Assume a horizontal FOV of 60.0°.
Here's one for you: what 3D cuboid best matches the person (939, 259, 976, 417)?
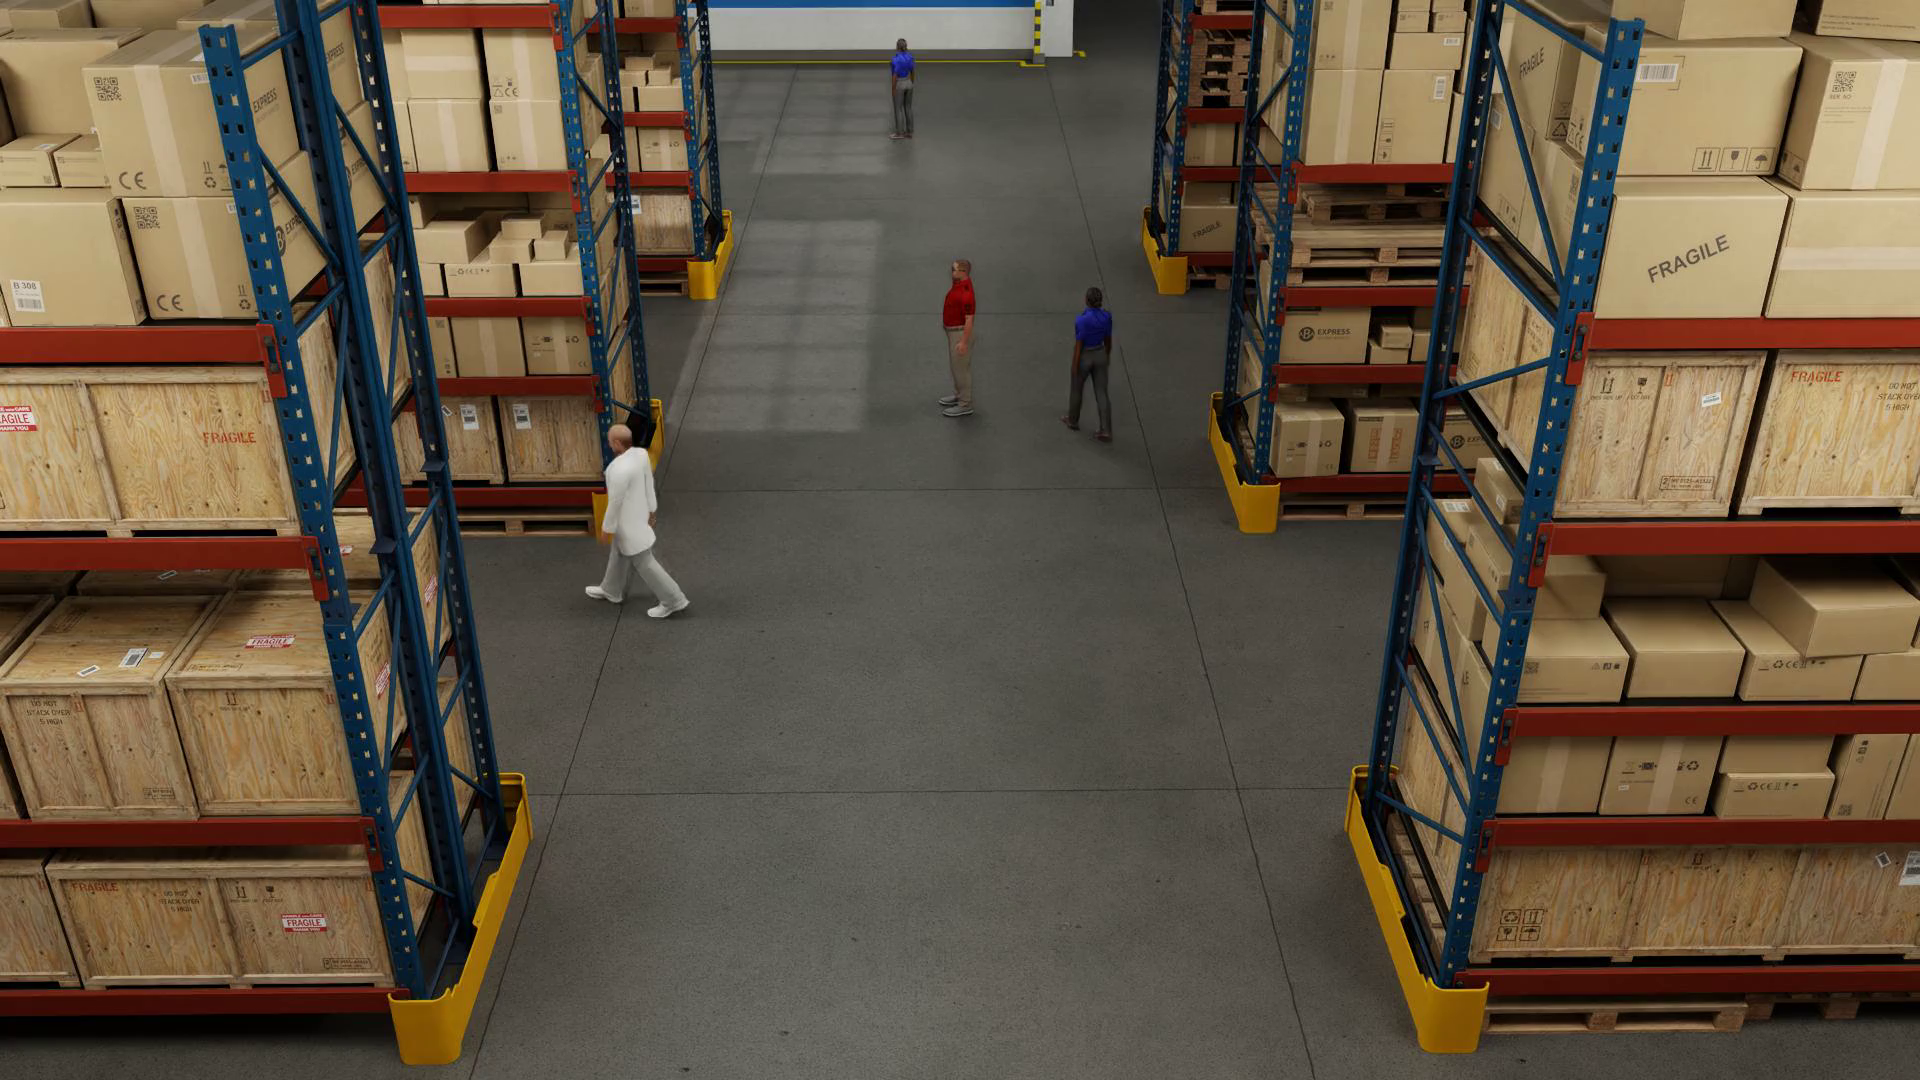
[{"bbox_3d":[-0.023,-2.221,18.076,0.386,1.727,0.529,-2,28,-4],"label":"person"}]

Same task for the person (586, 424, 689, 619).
[{"bbox_3d":[-2.856,-0.168,14.221,1.006,1.766,0.588,3,28,6],"label":"person"}]

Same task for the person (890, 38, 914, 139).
[{"bbox_3d":[-1.001,-7.702,28.361,0.451,1.678,0.334,-24,36,-37],"label":"person"}]

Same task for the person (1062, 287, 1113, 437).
[{"bbox_3d":[1.365,-1.907,17.584,0.461,1.656,0.758,-11,30,-19],"label":"person"}]
